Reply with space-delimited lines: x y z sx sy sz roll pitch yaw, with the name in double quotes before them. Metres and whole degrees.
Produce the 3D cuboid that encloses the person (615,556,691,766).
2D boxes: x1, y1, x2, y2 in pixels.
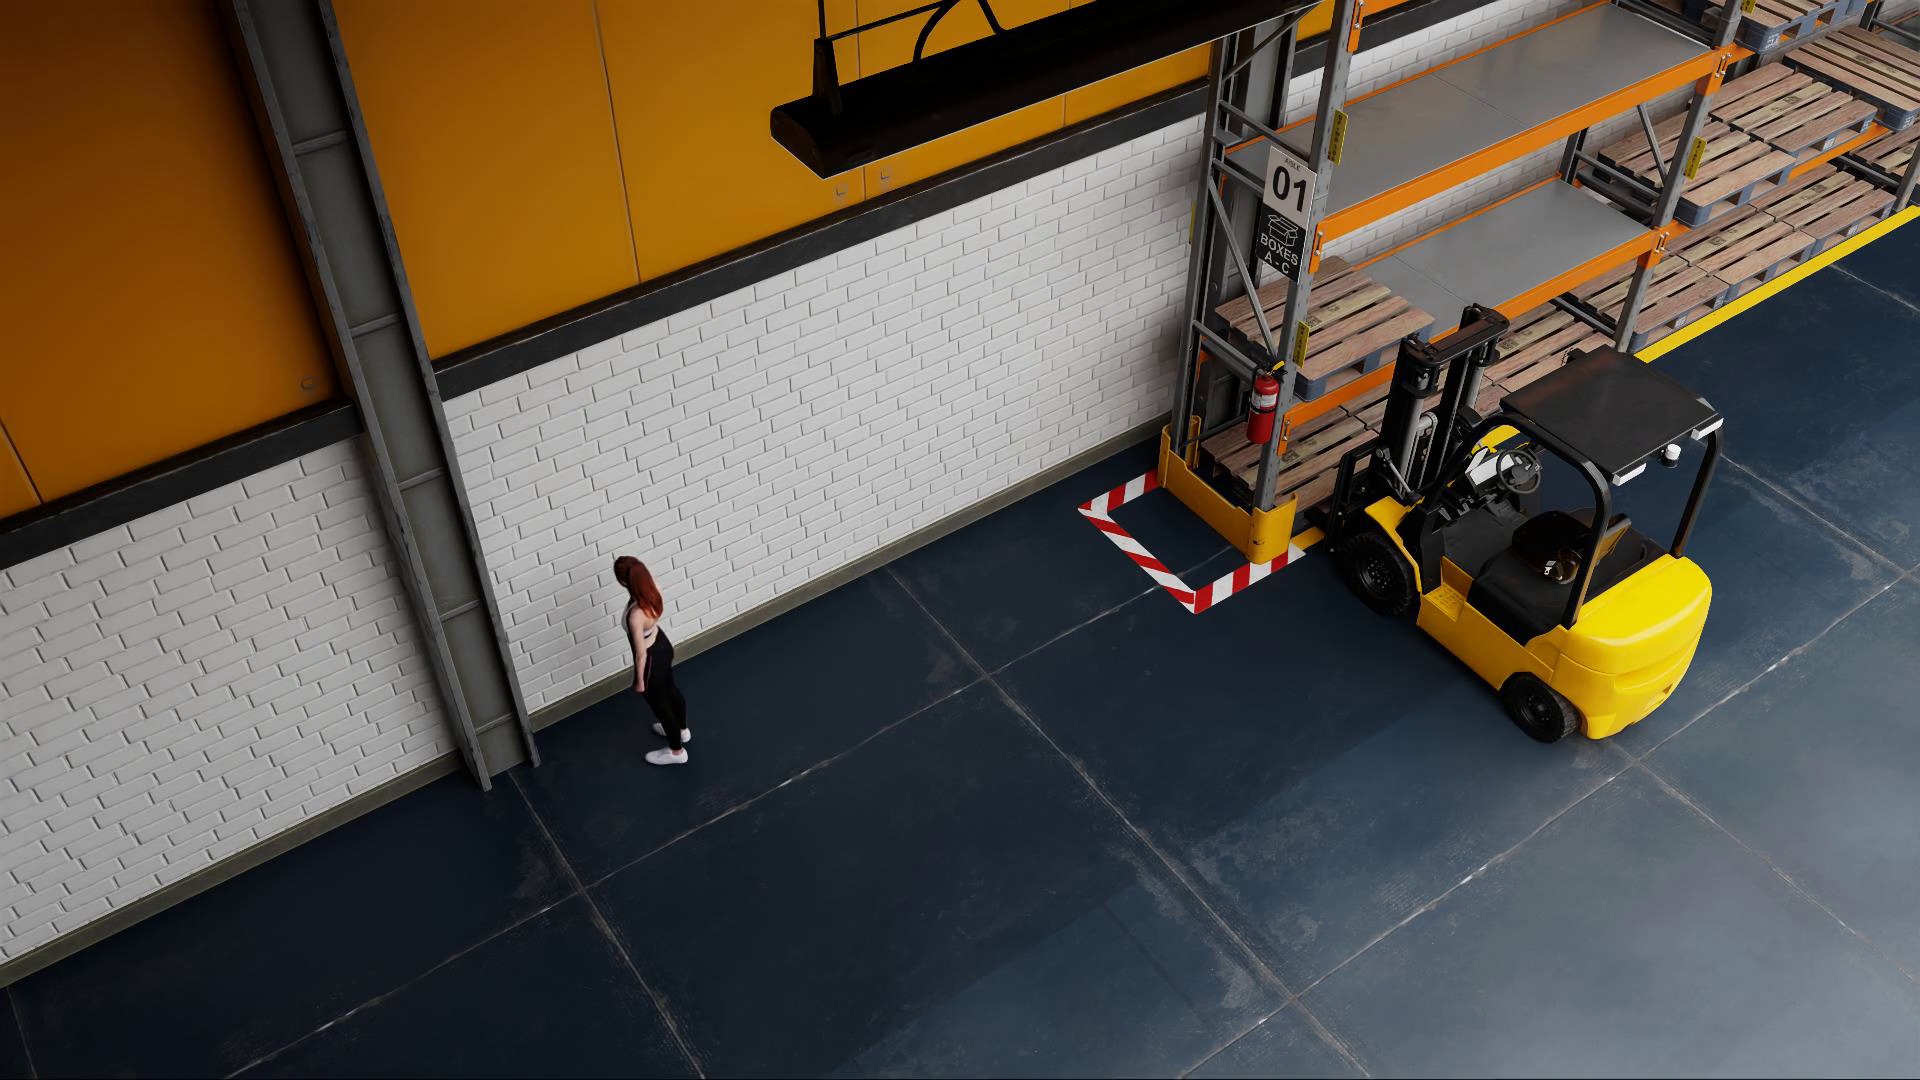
"person" -1.878 0.729 10.193 0.710 1.742 0.656 6 44 6
